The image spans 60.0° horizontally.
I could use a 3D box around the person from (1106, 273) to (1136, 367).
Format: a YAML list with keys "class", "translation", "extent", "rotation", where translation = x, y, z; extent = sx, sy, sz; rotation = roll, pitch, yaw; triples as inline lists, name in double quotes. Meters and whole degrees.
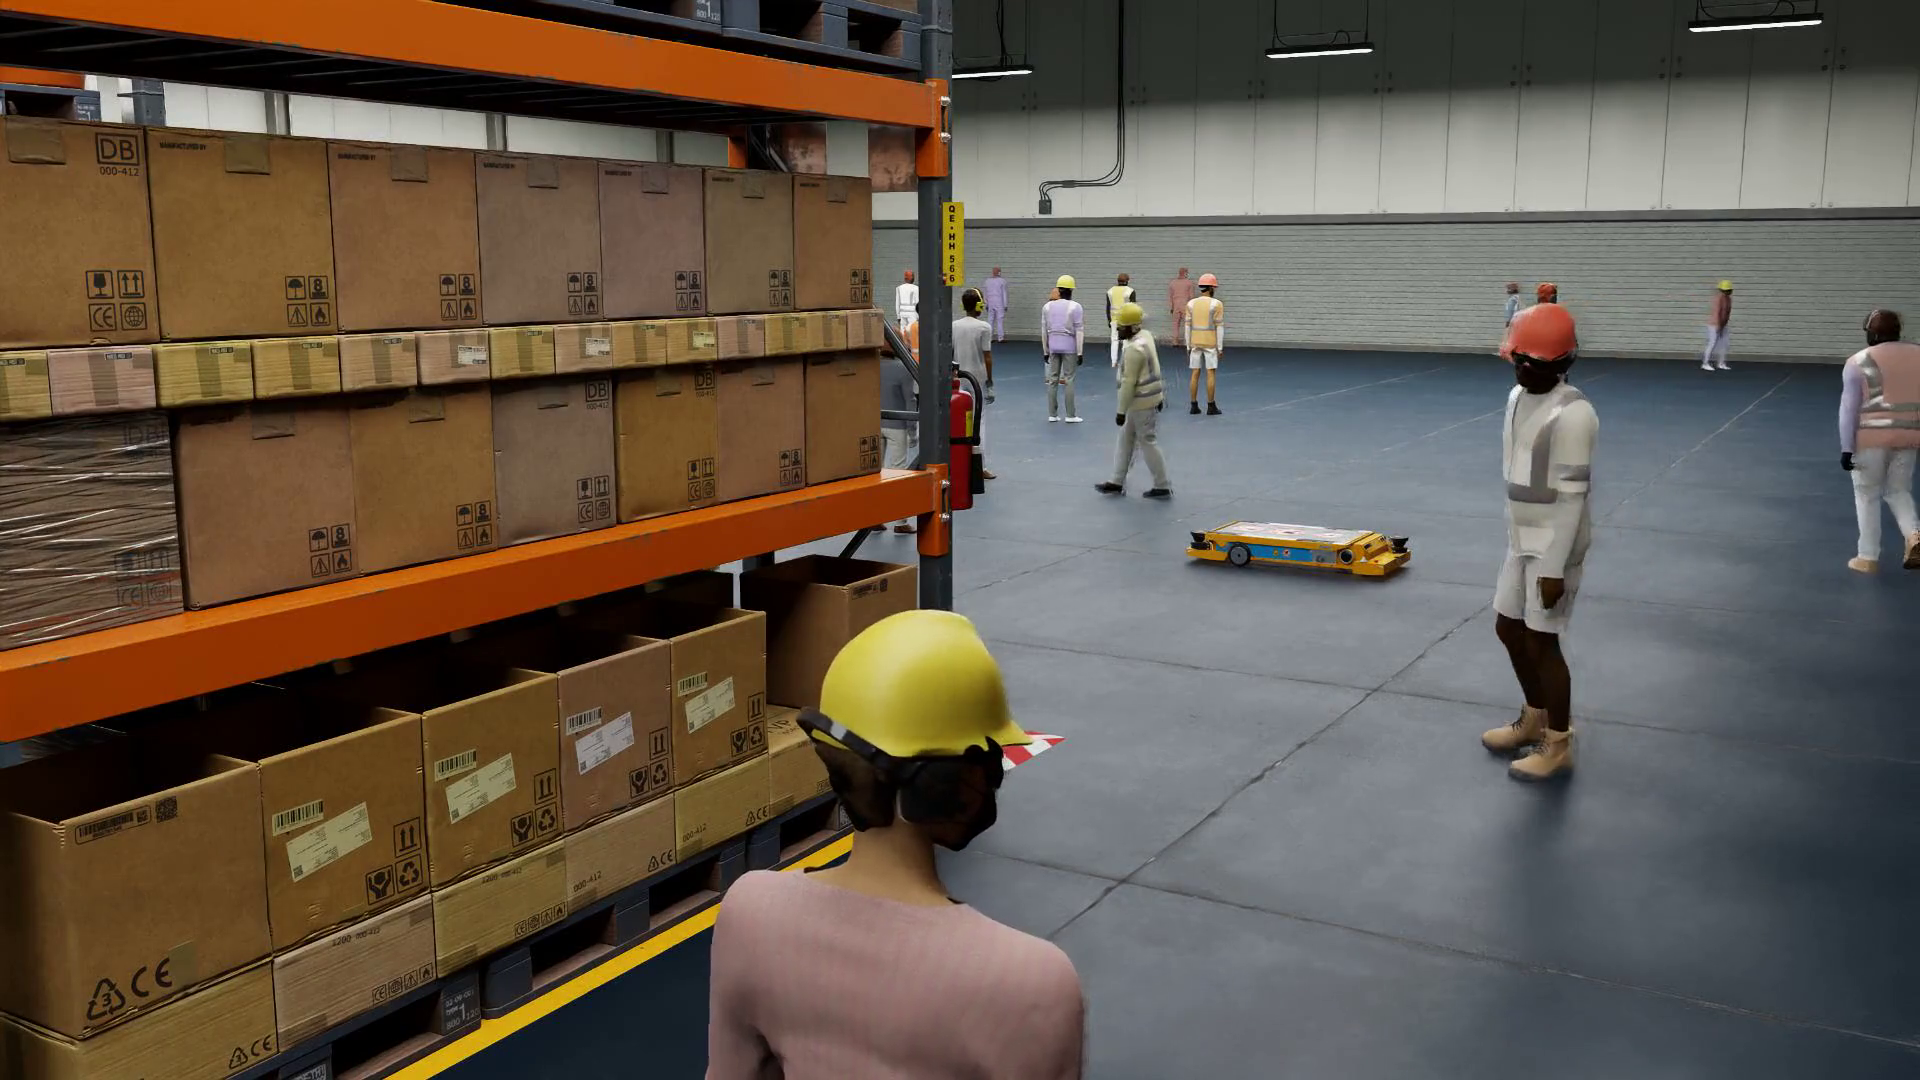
- class: "person"
  translation: [3.171, -4.284, 32.506]
  extent: [0.625, 1.843, 0.430]
  rotation: [6, 11, 32]

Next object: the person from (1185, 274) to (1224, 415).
- class: "person"
  translation: [3.370, -2.685, 22.874]
  extent: [0.548, 1.934, 0.376]
  rotation: [6, 11, 32]

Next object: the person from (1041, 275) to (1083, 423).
- class: "person"
  translation: [1.355, -2.492, 21.761]
  extent: [0.590, 1.926, 0.388]
  rotation: [6, 11, 32]

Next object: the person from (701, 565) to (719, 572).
- class: "person"
  translation: [-1.496, -0.114, 8.733]
  extent: [0.522, 1.617, 0.629]
  rotation: [6, 11, 31]

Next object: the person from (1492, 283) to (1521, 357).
- class: "person"
  translation: [11.786, -4.697, 35.630]
  extent: [0.741, 1.588, 0.574]
  rotation: [2, 10, 12]

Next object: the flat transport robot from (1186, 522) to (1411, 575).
- class: "flat transport robot"
  translation: [2.392, 0.041, 11.772]
  extent: [1.431, 0.197, 0.652]
  rotation: [6, 11, 30]

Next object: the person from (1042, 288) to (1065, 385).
- class: "person"
  translation: [1.623, -3.451, 28.232]
  extent: [0.502, 1.632, 0.279]
  rotation: [6, 11, 32]

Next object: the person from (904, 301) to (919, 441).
- class: "person"
  translation: [-0.419, -1.987, 19.479]
  extent: [0.537, 1.695, 0.321]
  rotation: [6, 11, 32]

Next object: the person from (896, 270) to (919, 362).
- class: "person"
  translation: [-1.054, -4.606, 34.272]
  extent: [0.576, 1.881, 0.354]
  rotation: [6, 11, 32]

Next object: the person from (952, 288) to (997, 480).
- class: "person"
  translation: [0.109, -1.512, 16.192]
  extent: [0.514, 1.871, 0.327]
  rotation: [6, 11, 32]

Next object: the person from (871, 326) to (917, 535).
- class: "person"
  translation: [-0.555, -0.853, 13.021]
  extent: [0.502, 1.632, 0.279]
  rotation: [6, 11, 32]

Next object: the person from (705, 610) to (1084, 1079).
- class: "person"
  translation: [-0.069, 0.958, 2.043]
  extent: [0.527, 1.765, 0.329]
  rotation: [6, 11, 32]

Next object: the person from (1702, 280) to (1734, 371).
- class: "person"
  translation: [14.405, -4.059, 31.516]
  extent: [0.540, 1.724, 0.647]
  rotation: [-6, 11, -30]

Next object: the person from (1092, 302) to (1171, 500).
- class: "person"
  translation: [1.530, -1.232, 14.842]
  extent: [0.797, 1.770, 0.661]
  rotation: [2, 10, 12]

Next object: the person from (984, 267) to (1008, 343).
- class: "person"
  translation: [0.926, -5.898, 41.766]
  extent: [0.643, 1.908, 0.399]
  rotation: [6, 11, 32]

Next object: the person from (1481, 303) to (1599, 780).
- class: "person"
  translation: [2.383, 0.019, 6.870]
  extent: [0.520, 1.993, 0.694]
  rotation: [-1, 10, -7]

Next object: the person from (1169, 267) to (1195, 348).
- class: "person"
  translation: [5.306, -5.535, 39.651]
  extent: [0.643, 1.905, 0.399]
  rotation: [6, 11, 32]

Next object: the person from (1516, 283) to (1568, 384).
- class: "person"
  translation: [6.398, -1.873, 18.269]
  extent: [0.576, 1.881, 0.354]
  rotation: [6, 11, 32]

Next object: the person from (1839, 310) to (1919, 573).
- class: "person"
  translation: [6.334, -0.655, 11.342]
  extent: [0.647, 1.812, 0.578]
  rotation: [0, 10, 1]
